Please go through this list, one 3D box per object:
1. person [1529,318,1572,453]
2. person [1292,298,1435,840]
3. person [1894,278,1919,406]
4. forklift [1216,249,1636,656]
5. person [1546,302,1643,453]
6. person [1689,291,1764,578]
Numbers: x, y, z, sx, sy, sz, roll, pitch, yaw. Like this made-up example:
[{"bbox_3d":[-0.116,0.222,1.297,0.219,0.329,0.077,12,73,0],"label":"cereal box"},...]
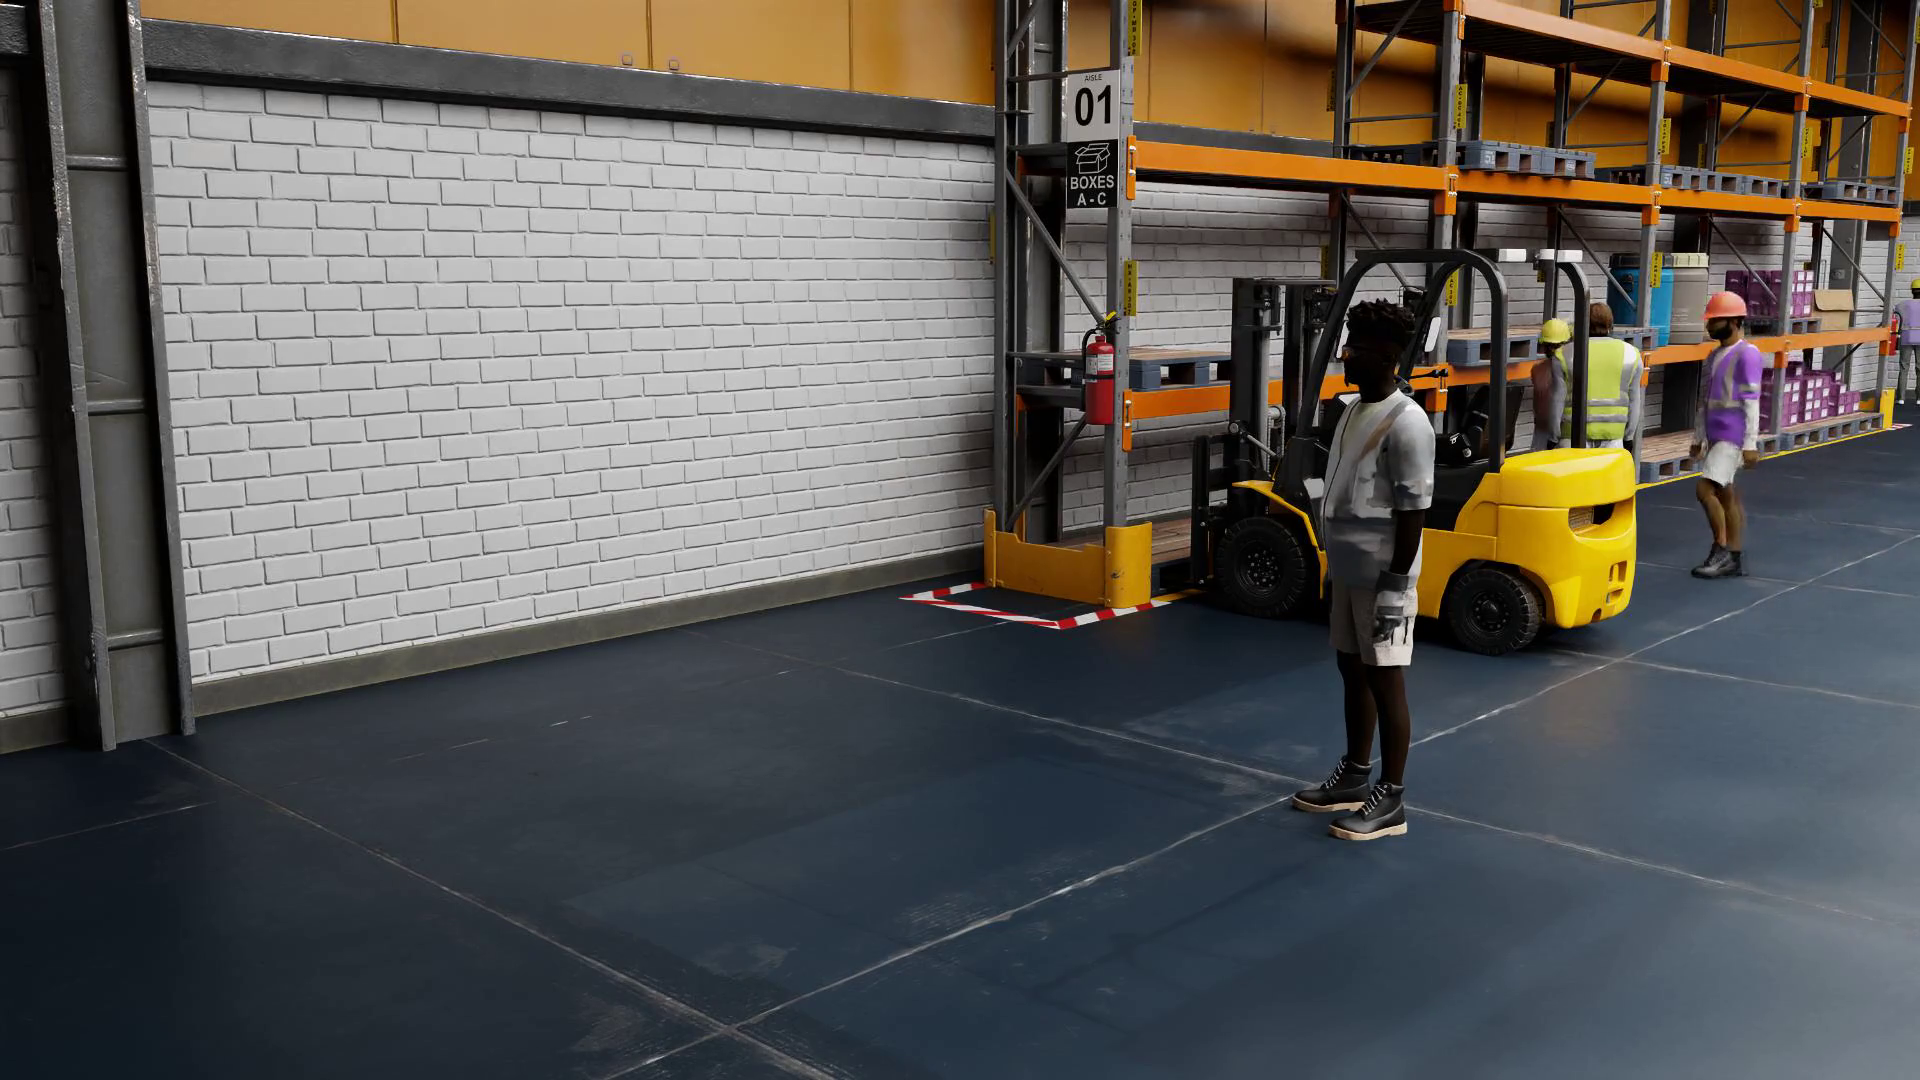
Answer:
[{"bbox_3d":[4.503,-0.798,12.387,0.867,1.718,0.528,-6,11,-33],"label":"person"},{"bbox_3d":[1.494,0.105,6.099,0.367,1.965,0.606,-2,9,-11],"label":"person"},{"bbox_3d":[14.492,-3.003,25.279,0.590,1.923,0.384,5,10,26],"label":"person"},{"bbox_3d":[2.710,-0.584,9.626,2.313,2.155,1.214,9,13,43],"label":"forklift"},{"bbox_3d":[4.389,-0.727,11.582,0.626,1.844,0.429,1,9,4],"label":"person"},{"bbox_3d":[5.051,-0.687,11.087,0.557,1.917,0.576,0,9,-1],"label":"person"}]
